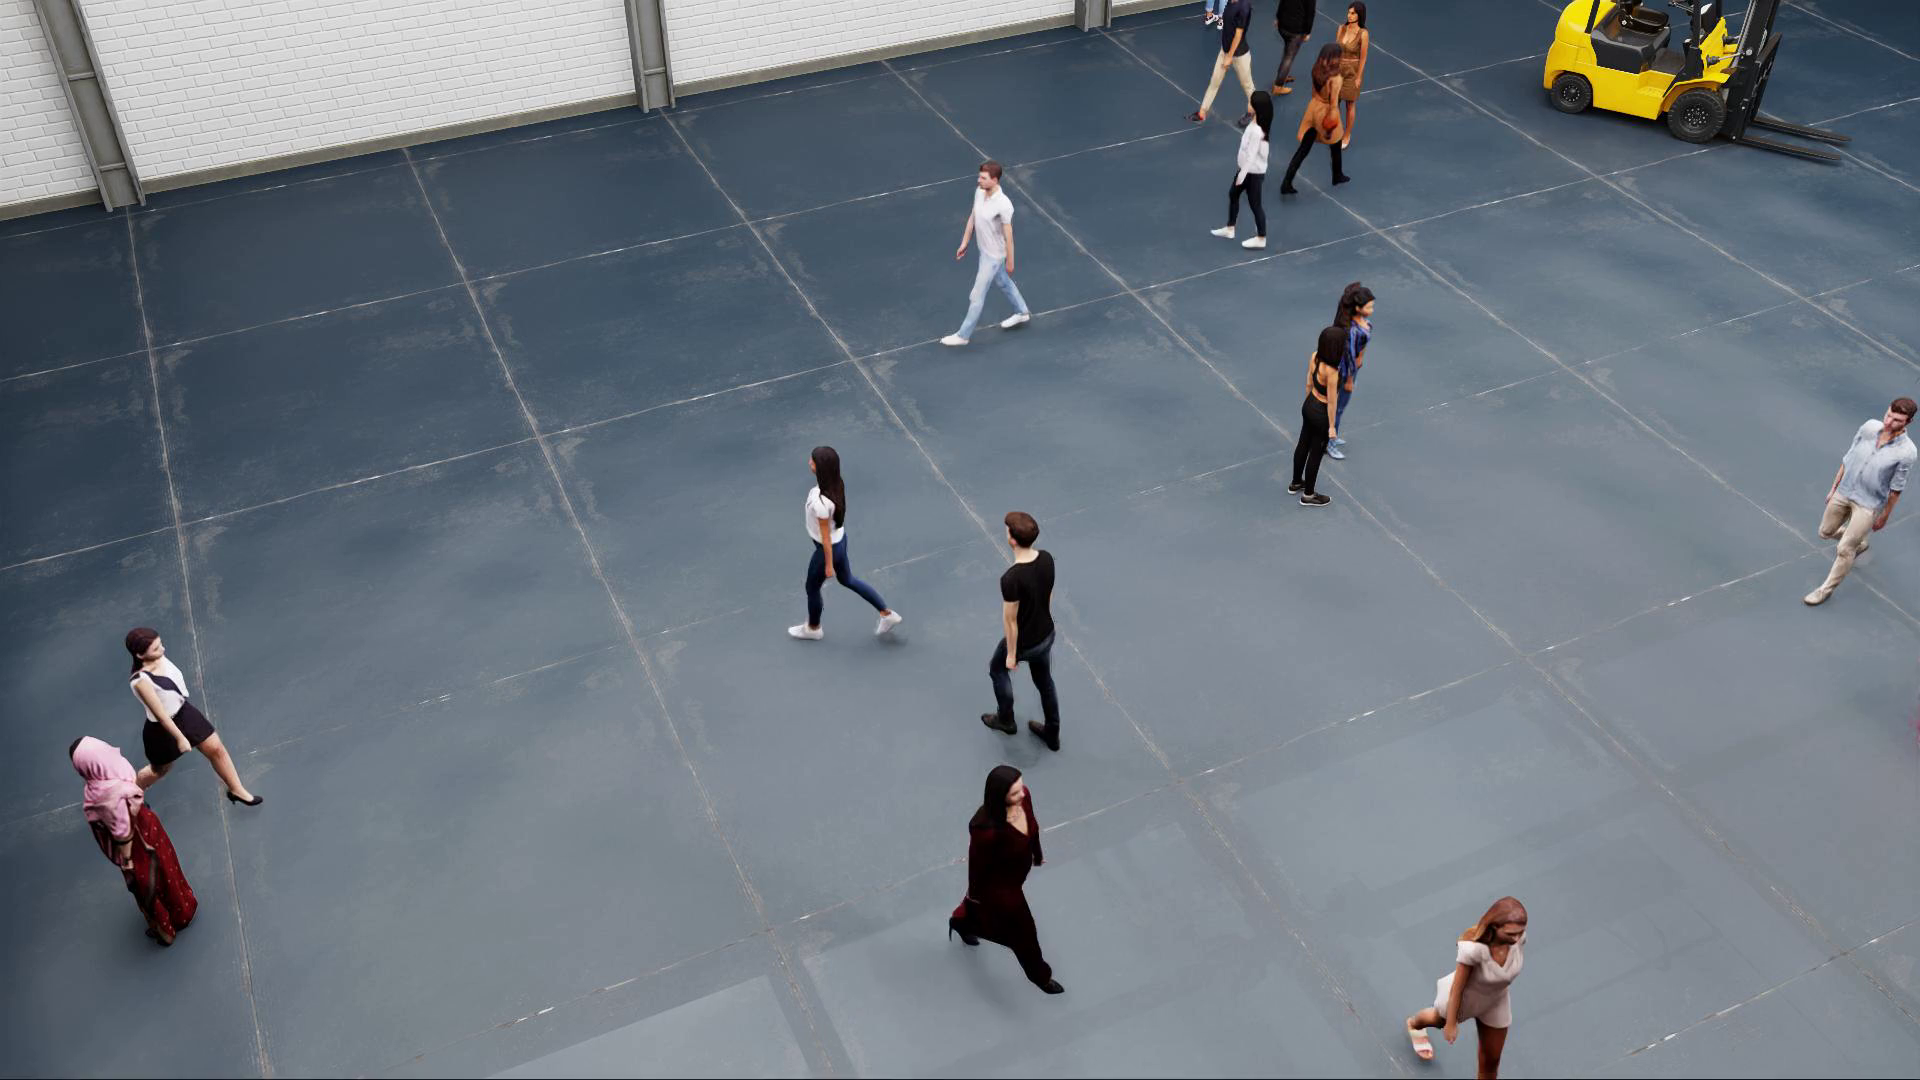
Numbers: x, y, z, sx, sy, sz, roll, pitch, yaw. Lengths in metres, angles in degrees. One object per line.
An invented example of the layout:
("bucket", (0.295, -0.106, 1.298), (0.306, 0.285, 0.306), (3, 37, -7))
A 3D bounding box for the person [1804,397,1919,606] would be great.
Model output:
("person", (6.827, -0.327, 12.488), (0.874, 1.832, 0.634), (-17, 42, -20))

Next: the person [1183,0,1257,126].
("person", (3.249, -5.612, 19.129), (1.172, 1.803, 0.708), (-14, 41, -17))

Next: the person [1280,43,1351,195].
("person", (3.786, -4.444, 17.774), (1.160, 1.668, 0.747), (-18, 42, -22))

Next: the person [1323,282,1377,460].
("person", (3.267, -1.433, 14.044), (0.743, 1.619, 0.701), (9, 39, 11))

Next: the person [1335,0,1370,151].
("person", (4.367, -5.250, 18.766), (0.612, 1.690, 0.629), (-32, 48, -33))

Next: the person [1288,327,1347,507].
("person", (2.905, -1.019, 13.506), (0.507, 1.643, 0.573), (-13, 40, -16))

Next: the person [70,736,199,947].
("person", (-4.986, 1.768, 10.021), (0.637, 1.637, 0.688), (-11, 40, -13))

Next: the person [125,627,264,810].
("person", (-5.170, 1.241, 10.706), (1.166, 1.605, 0.827), (-2, 39, -3))

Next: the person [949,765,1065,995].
("person", (0.161, 1.926, 9.765), (1.120, 1.709, 1.121), (18, 42, 21))

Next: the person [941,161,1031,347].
("person", (0.370, -2.681, 15.462), (1.187, 1.798, 0.631), (-17, 42, -20))

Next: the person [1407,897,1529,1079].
("person", (2.778, 2.465, 9.137), (1.105, 1.650, 0.768), (-10, 40, -13))

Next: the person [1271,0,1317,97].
("person", (3.947, -6.172, 19.915), (0.822, 1.697, 0.744), (-25, 45, -28))

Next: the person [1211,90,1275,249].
("person", (3.063, -3.729, 16.869), (0.935, 1.681, 0.840), (3, 39, 4))

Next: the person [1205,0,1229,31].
("person", (3.417, -7.500, 21.629), (0.539, 1.634, 0.621), (-22, 43, -25))

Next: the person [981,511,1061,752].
("person", (0.504, 0.685, 11.194), (0.916, 1.865, 0.893), (30, 48, 32))

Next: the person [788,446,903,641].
("person", (-0.845, 0.073, 12.057), (1.172, 1.745, 0.997), (6, 39, 7))
